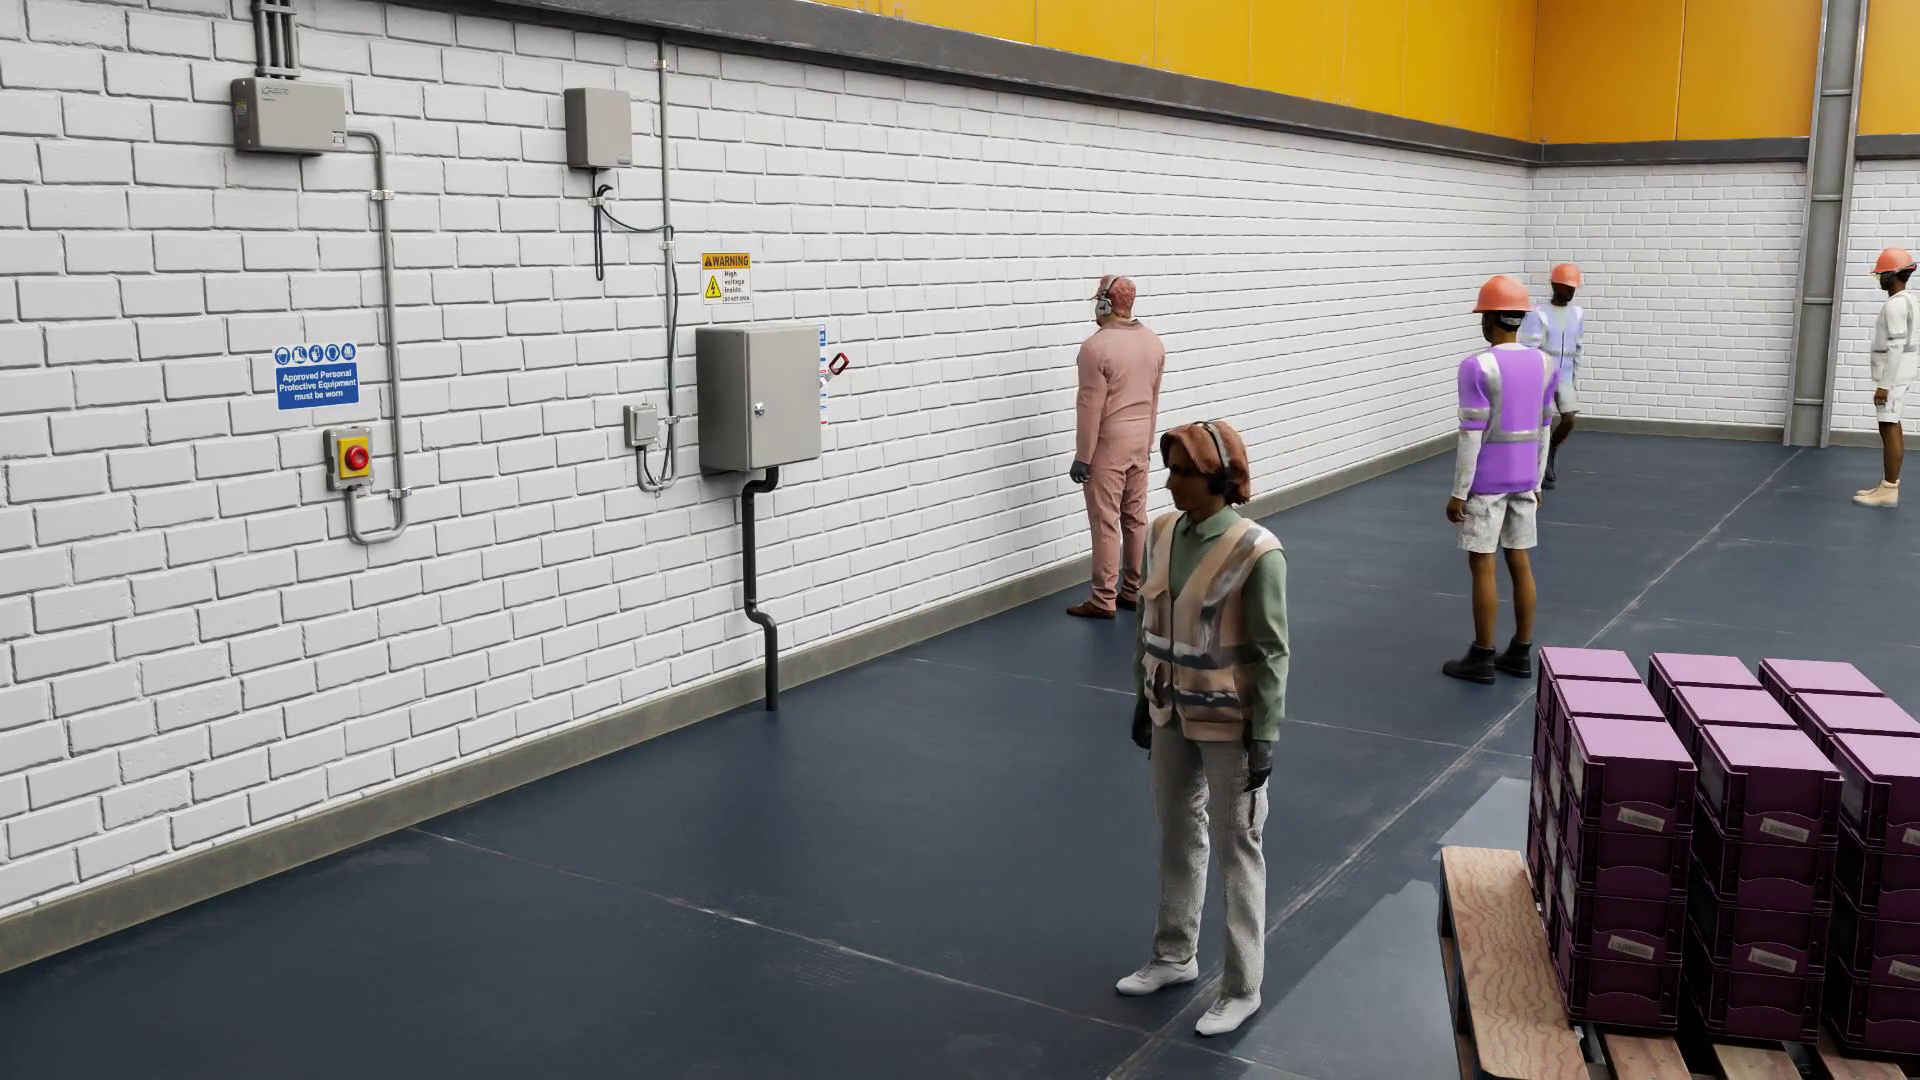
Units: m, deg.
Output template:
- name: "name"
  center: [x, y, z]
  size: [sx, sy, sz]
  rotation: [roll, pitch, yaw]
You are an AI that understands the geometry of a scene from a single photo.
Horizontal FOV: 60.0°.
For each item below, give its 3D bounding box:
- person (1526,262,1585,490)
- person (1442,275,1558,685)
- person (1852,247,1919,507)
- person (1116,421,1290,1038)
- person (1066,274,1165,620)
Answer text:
- name: "person"
  center: [5.007, -1.378, 14.045]
  size: [0.567, 1.917, 0.452]
  rotation: [-2, 10, -10]
- name: "person"
  center: [2.546, -0.283, 7.924]
  size: [0.549, 1.936, 0.376]
  rotation: [-4, 11, -23]
- name: "person"
  center: [7.339, -1.279, 13.161]
  size: [0.394, 2.040, 0.609]
  rotation: [8, 13, 36]
- name: "person"
  center: [0.652, 0.496, 4.440]
  size: [0.311, 1.636, 0.523]
  rotation: [-7, 13, -35]
- name: "person"
  center: [0.845, -0.515, 9.283]
  size: [0.409, 1.913, 0.642]
  rotation: [10, 14, 43]
